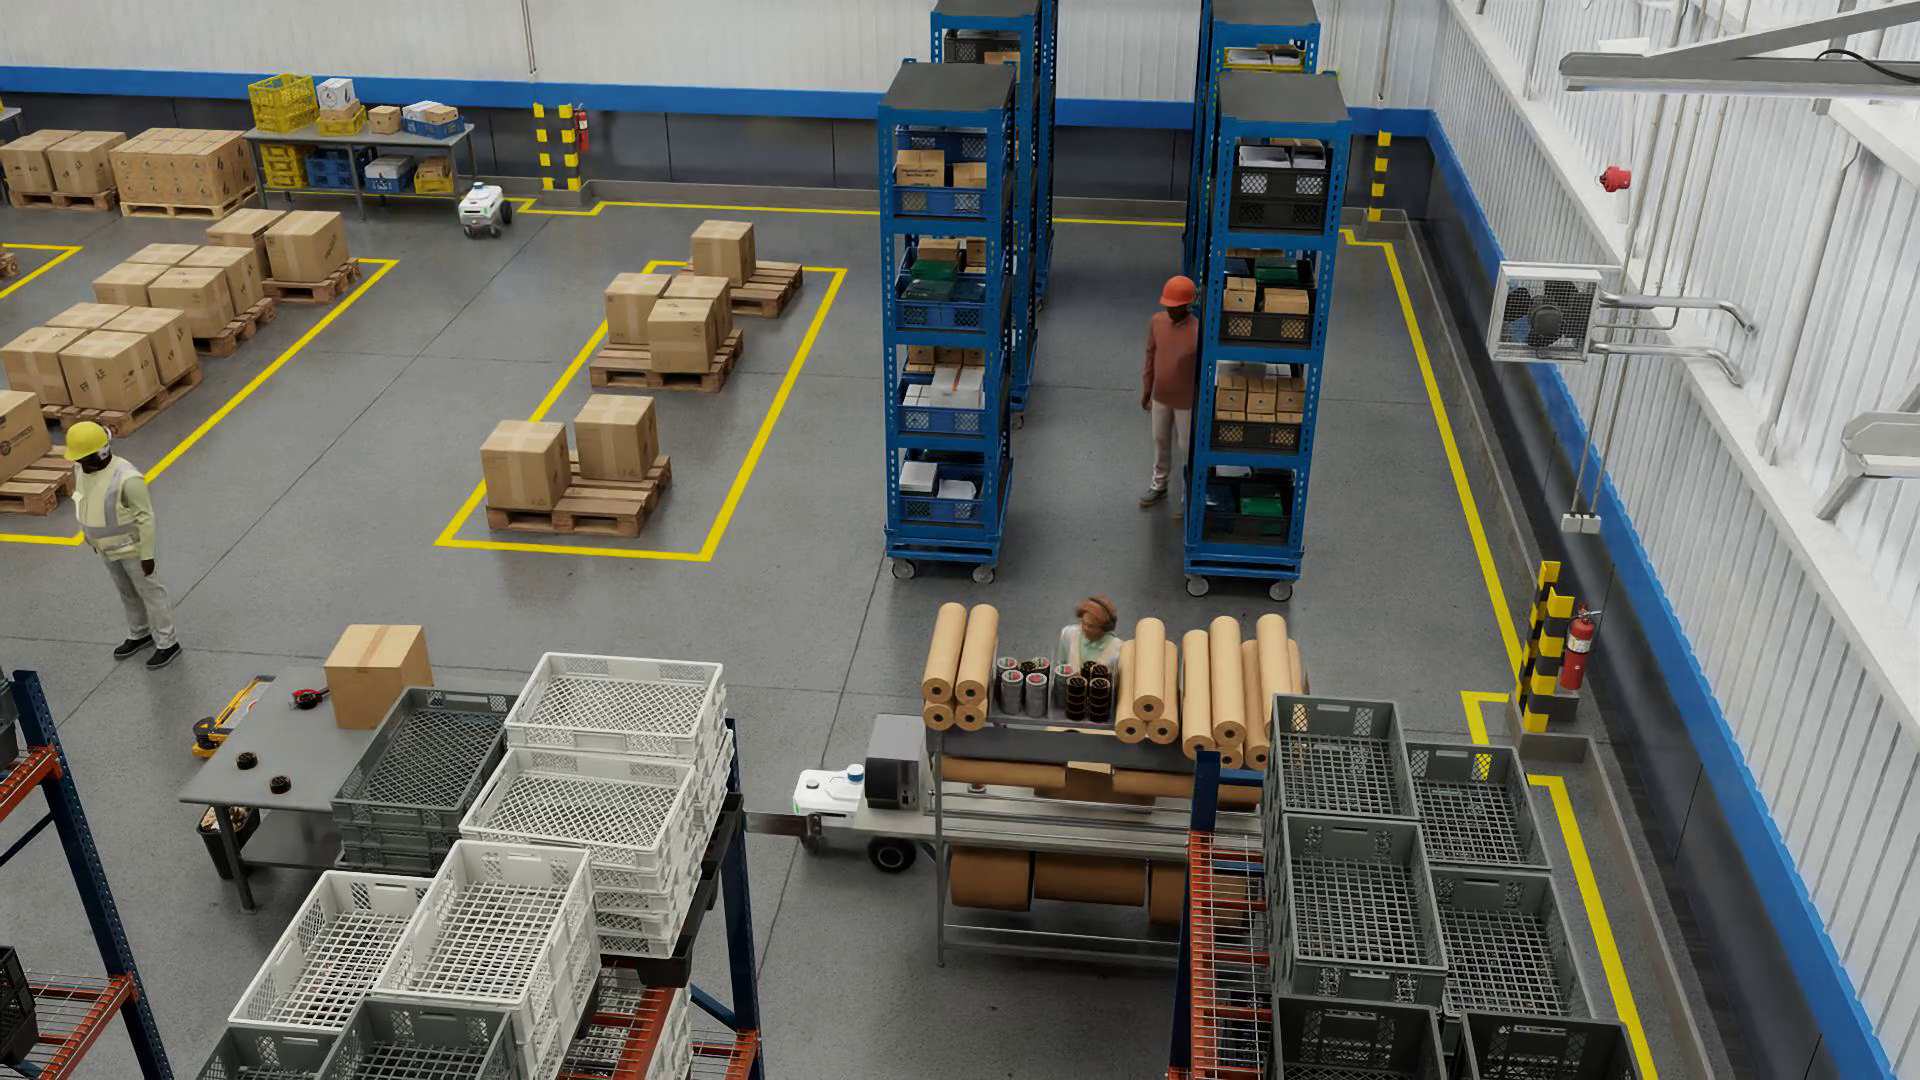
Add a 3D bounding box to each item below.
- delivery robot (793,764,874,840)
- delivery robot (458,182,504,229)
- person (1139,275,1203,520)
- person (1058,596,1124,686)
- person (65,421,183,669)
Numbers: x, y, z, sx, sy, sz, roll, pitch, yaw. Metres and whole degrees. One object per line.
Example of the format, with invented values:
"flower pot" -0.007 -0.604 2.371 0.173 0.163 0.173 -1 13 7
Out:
"delivery robot" -0.601 1.523 9.661 0.707 0.478 0.477 4 30 6
"delivery robot" -5.414 -3.798 18.799 0.477 0.478 0.707 1 30 1
"person" 1.649 -1.112 12.865 0.612 1.986 0.401 26 39 37
"person" 0.776 1.019 9.555 0.515 1.632 0.315 23 37 34
"person" -5.595 0.021 11.078 0.586 1.823 0.403 15 33 24
